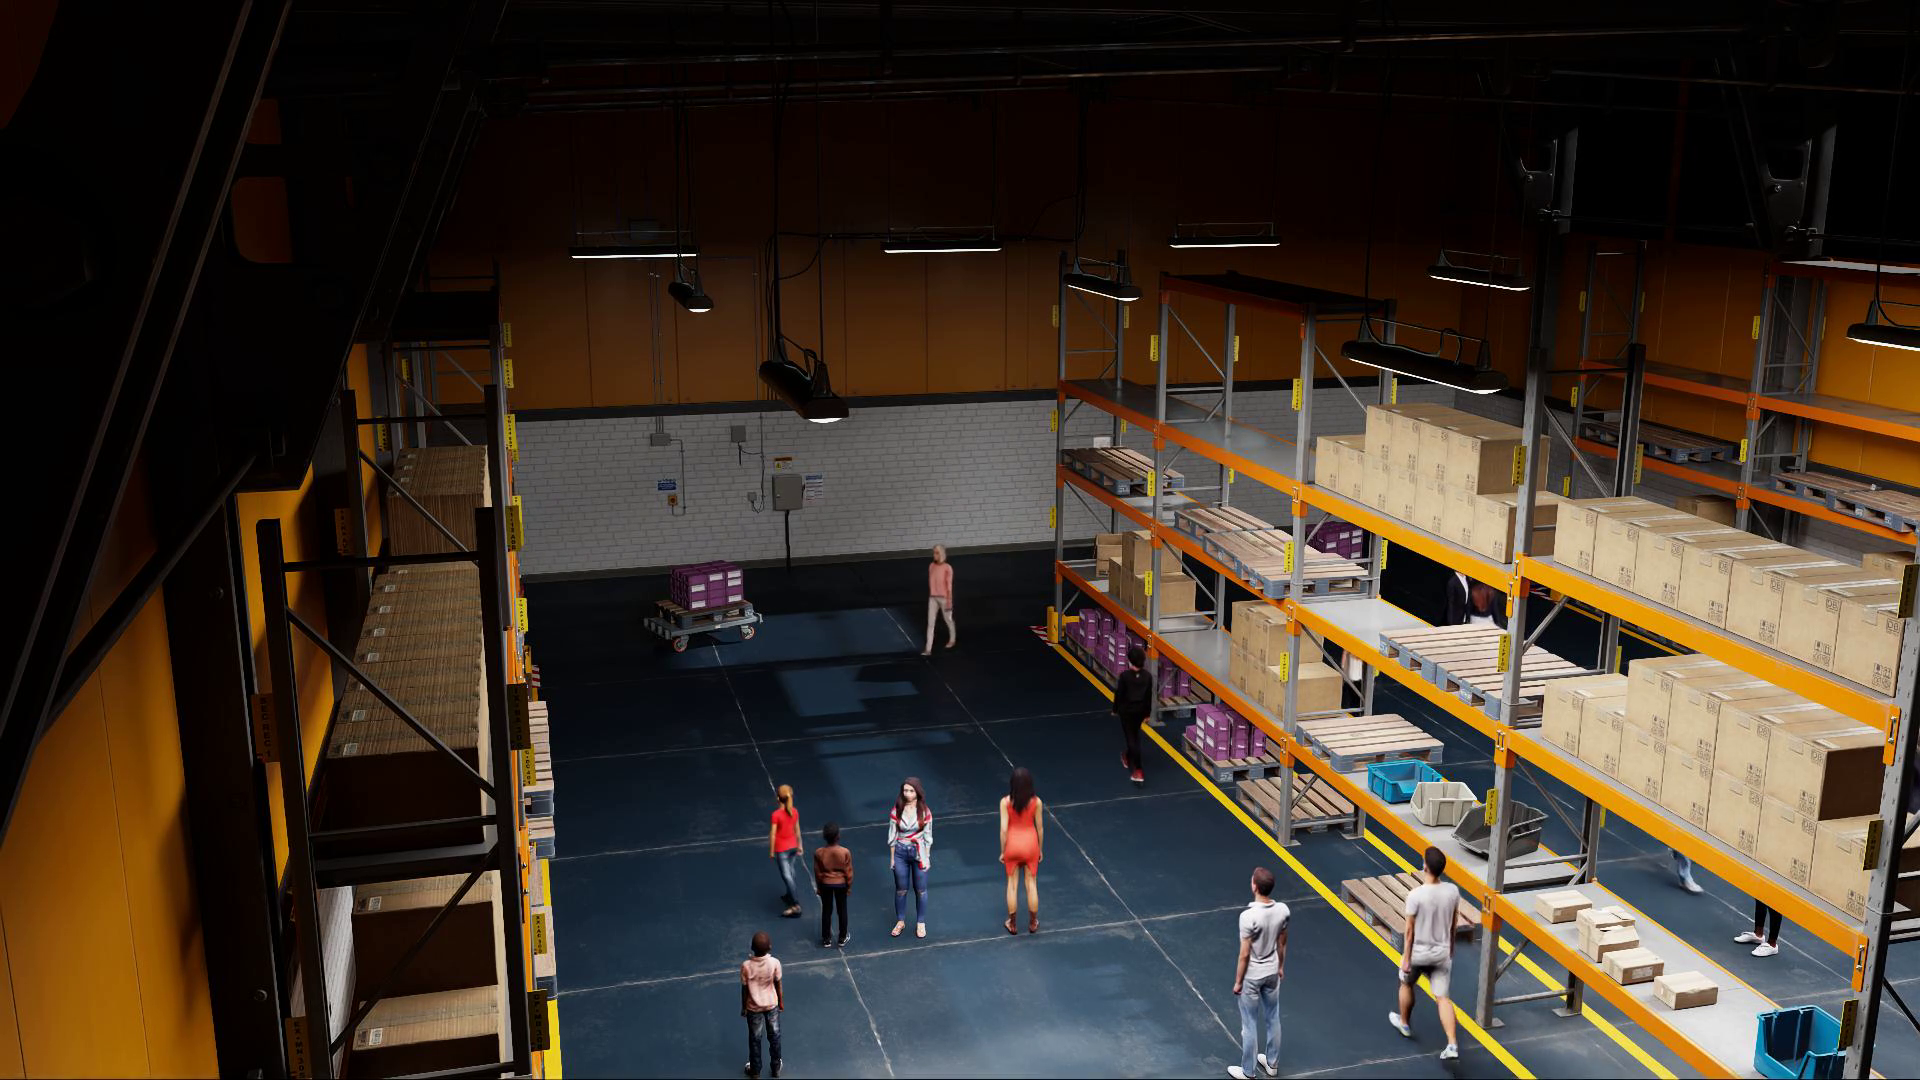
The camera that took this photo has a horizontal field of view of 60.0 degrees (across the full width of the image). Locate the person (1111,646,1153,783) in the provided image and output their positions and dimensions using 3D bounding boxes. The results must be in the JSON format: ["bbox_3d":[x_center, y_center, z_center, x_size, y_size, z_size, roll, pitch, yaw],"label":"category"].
[{"bbox_3d":[2.119,2.130,20.133,0.617,1.641,1.062,-4,14,-16],"label":"person"}]

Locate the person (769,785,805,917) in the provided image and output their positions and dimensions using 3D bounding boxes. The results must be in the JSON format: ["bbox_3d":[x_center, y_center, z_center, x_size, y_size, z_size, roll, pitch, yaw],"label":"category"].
[{"bbox_3d":[-1.720,3.135,16.747,0.778,1.281,0.665,13,19,43],"label":"person"}]

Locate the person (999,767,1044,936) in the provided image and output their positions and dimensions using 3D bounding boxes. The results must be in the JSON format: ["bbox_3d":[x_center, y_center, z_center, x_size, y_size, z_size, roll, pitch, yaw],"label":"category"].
[{"bbox_3d":[0.599,3.030,16.254,0.626,1.718,0.590,-1,14,-4],"label":"person"}]

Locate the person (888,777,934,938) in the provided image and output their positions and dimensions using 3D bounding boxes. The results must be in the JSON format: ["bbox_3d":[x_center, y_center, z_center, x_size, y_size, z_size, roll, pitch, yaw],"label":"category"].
[{"bbox_3d":[-0.480,3.084,16.253,0.652,1.614,0.629,1,14,6],"label":"person"}]

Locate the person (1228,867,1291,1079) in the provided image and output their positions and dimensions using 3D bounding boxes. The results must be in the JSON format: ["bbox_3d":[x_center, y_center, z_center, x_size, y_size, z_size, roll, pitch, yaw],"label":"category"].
[{"bbox_3d":[2.472,3.579,13.704,0.709,1.851,0.637,-8,16,-30],"label":"person"}]

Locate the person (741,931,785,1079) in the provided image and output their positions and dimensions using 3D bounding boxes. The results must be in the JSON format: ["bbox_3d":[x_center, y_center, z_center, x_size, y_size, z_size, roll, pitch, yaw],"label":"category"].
[{"bbox_3d":[-1.638,3.842,13.773,0.507,1.307,0.481,-4,14,-16],"label":"person"}]

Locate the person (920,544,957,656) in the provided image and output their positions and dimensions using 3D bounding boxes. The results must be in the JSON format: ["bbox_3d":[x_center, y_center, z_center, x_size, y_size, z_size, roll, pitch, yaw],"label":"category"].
[{"bbox_3d":[-0.239,0.897,25.153,1.103,1.676,1.151,8,16,31],"label":"person"}]

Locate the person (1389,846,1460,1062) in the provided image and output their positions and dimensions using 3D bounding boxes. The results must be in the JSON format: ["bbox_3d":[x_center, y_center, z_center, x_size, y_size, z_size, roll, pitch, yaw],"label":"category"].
[{"bbox_3d":[4.006,3.517,14.027,0.690,1.819,1.171,-3,14,-13],"label":"person"}]

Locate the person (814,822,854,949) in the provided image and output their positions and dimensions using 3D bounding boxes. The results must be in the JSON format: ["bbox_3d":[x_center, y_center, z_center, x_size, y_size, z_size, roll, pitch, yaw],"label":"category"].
[{"bbox_3d":[-1.224,3.319,16.042,0.562,1.256,0.535,0,14,-2],"label":"person"}]
